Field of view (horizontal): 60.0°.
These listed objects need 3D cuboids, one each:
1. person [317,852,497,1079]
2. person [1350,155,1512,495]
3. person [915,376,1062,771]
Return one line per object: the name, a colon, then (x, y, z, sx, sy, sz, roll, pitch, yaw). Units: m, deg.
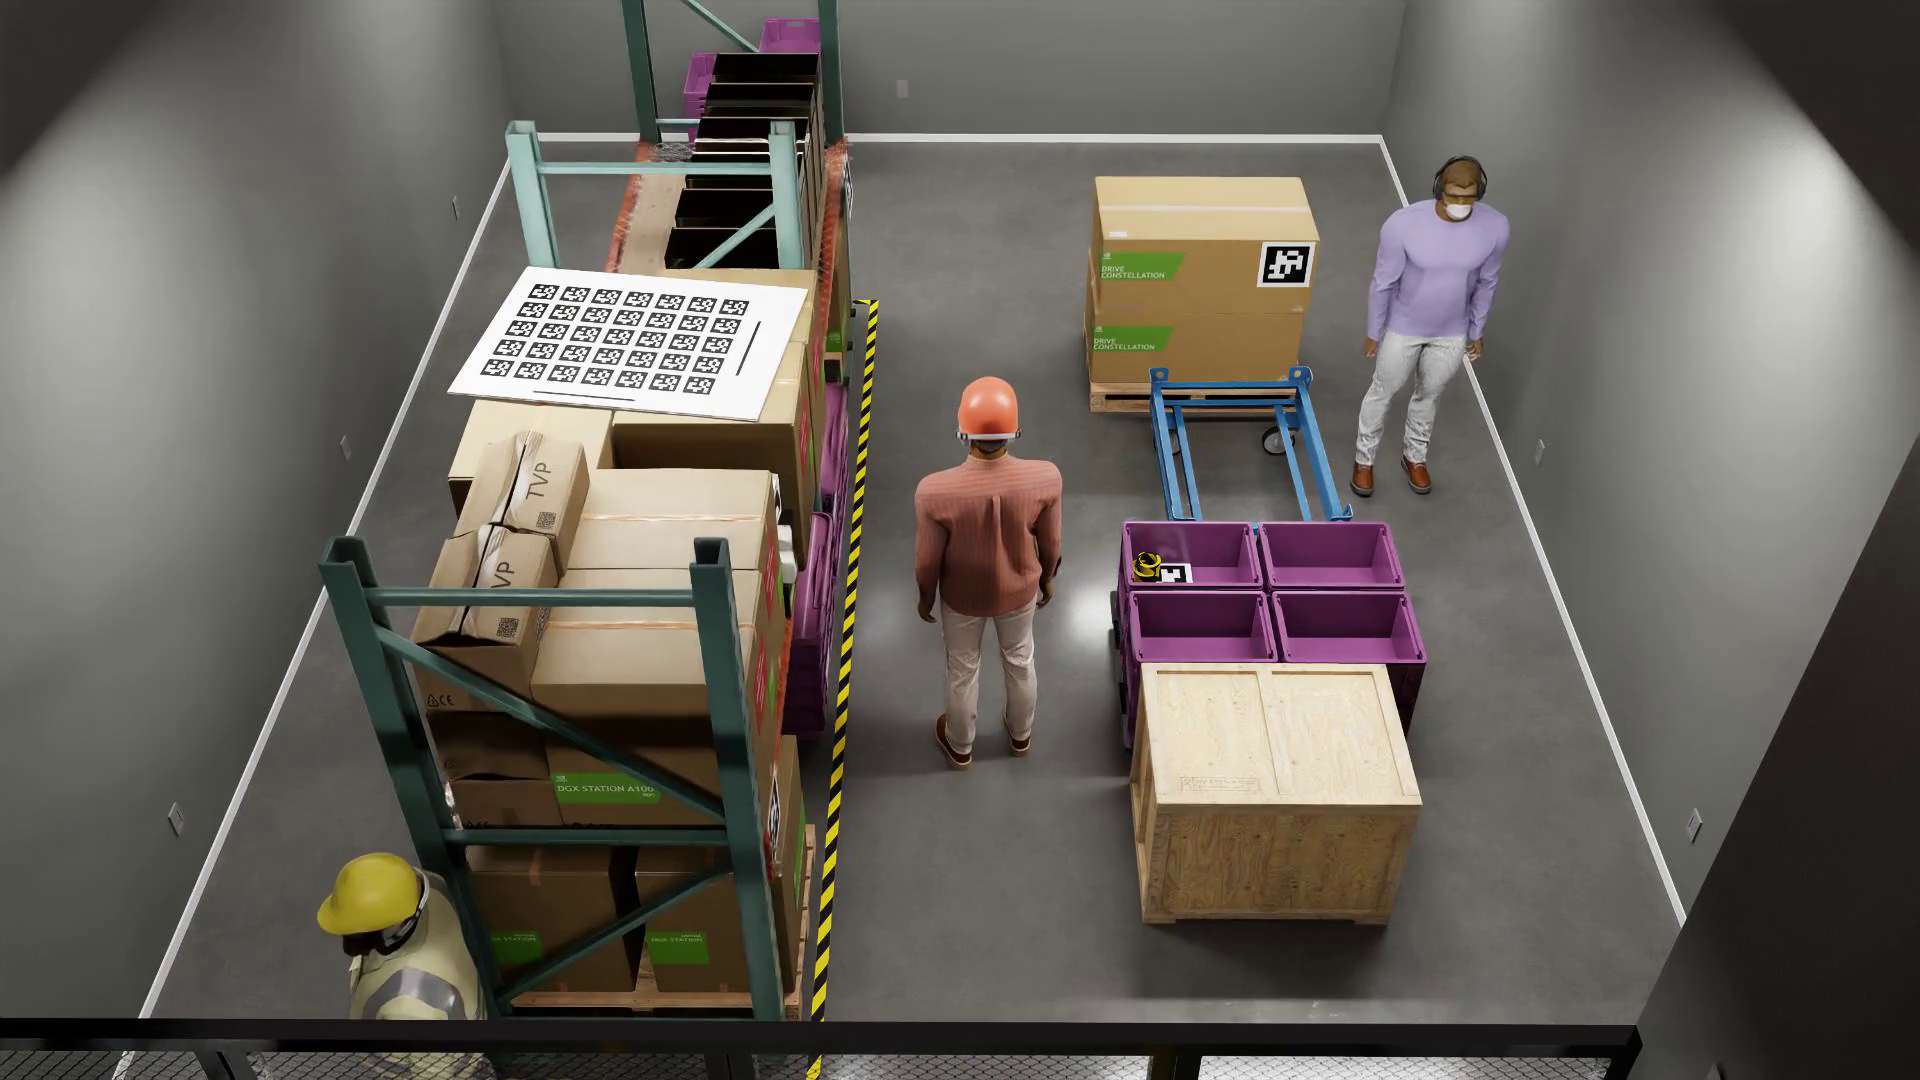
person: (-1.710, 1.612, 5.350, 0.404, 1.836, 0.600, -8, 42, -10)
person: (2.333, -1.057, 8.319, 0.630, 1.938, 0.369, 0, 41, 0)
person: (0.111, 0.173, 6.875, 0.612, 1.995, 0.382, -9, 42, -11)
